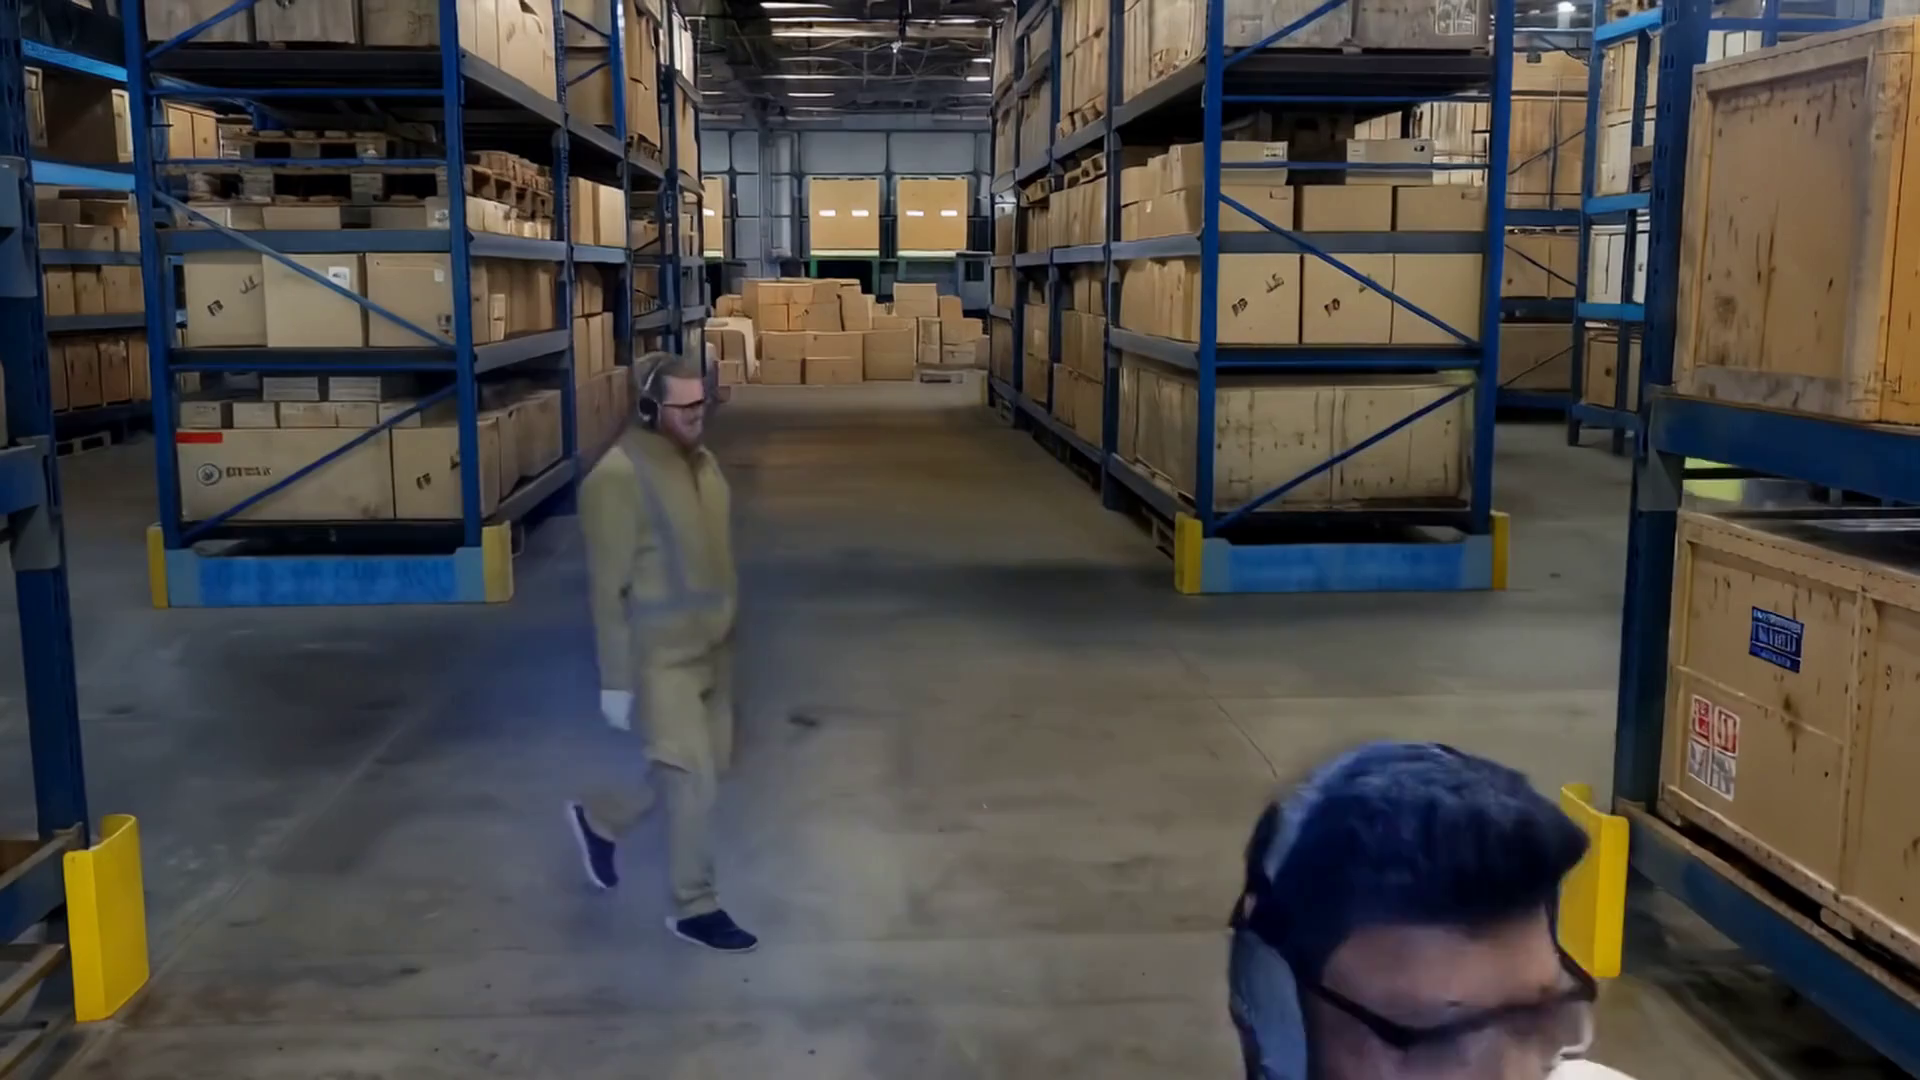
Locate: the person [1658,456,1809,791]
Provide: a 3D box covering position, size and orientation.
[{"bbox_3d":[2.997,0.080,6.543,0.786,2.014,0.618,-7,11,-37],"label":"person"}]

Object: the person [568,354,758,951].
[{"bbox_3d":[-0.983,0.345,5.297,0.724,1.884,0.639,4,10,25],"label":"person"}]

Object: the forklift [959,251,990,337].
[{"bbox_3d":[0.431,-7.232,49.740,1.129,2.768,1.873,-1,9,-4],"label":"forklift"}]

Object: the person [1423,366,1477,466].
[{"bbox_3d":[4.354,-1.073,14.786,0.550,1.683,0.417,2,9,11],"label":"person"}]

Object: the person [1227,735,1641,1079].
[{"bbox_3d":[0.280,1.011,1.290,0.581,1.824,0.629,-4,10,-25],"label":"person"}]

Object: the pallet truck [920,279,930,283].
[{"bbox_3d":[-0.932,-8.922,63.114,1.885,1.965,0.823,2,9,13],"label":"pallet truck"}]
